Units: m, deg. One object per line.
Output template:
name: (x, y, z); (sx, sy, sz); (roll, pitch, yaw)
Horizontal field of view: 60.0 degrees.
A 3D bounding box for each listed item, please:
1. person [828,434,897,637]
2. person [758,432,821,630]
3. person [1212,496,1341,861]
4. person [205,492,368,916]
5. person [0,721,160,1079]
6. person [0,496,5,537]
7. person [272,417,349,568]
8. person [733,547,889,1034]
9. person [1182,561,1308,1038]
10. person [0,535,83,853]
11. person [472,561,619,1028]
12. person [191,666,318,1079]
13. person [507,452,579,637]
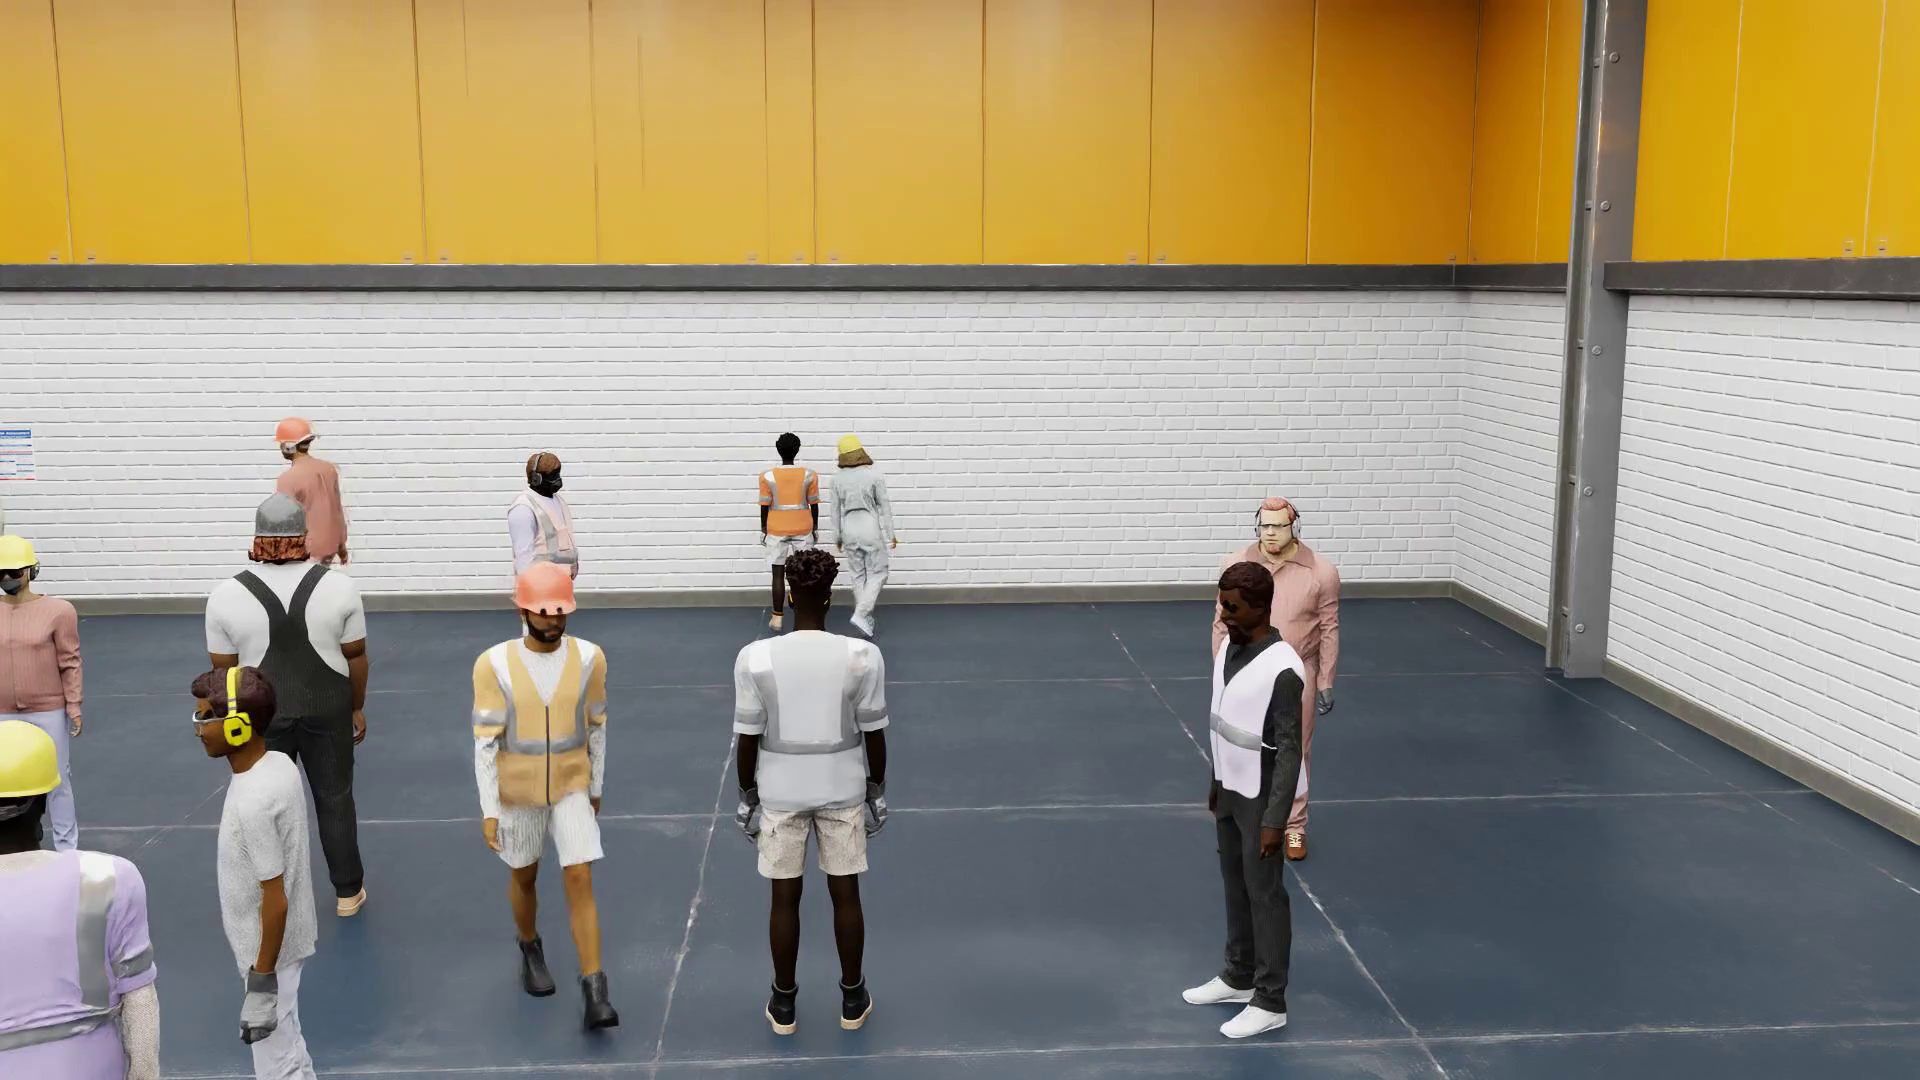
person: (-0.826, -0.025, 13.885); (0.555, 1.710, 0.491); (2, 9, 13)
person: (-1.460, -0.072, 14.244); (0.541, 1.696, 0.315); (-2, 9, -14)
person: (1.626, 0.716, 8.644); (0.652, 1.906, 0.402); (3, 10, 18)
person: (-3.133, 0.783, 7.803); (0.683, 2.000, 0.538); (-4, 10, -23)
person: (-2.353, 1.406, 4.245); (0.584, 1.927, 0.367); (-5, 10, -27)
person: (-7.786, -0.016, 12.958); (0.618, 1.993, 0.396); (-4, 10, -23)
person: (-4.905, 0.059, 12.526); (0.441, 1.977, 0.654); (3, 9, 15)
person: (-0.593, 1.002, 6.659); (0.618, 1.963, 0.361); (-1, 9, -7)
person: (1.177, 1.024, 6.688); (0.392, 1.914, 0.588); (-3, 9, -17)
person: (-4.637, 0.847, 8.256); (0.524, 1.769, 0.315); (-3, 9, -16)
person: (-1.669, 1.027, 6.729); (0.560, 1.885, 0.963); (-4, 10, -23)
person: (-2.146, 1.298, 5.131); (0.310, 1.861, 0.533); (-3, 9, -17)
person: (-2.818, 0.317, 11.353); (0.429, 1.841, 0.634); (2, 9, 10)
